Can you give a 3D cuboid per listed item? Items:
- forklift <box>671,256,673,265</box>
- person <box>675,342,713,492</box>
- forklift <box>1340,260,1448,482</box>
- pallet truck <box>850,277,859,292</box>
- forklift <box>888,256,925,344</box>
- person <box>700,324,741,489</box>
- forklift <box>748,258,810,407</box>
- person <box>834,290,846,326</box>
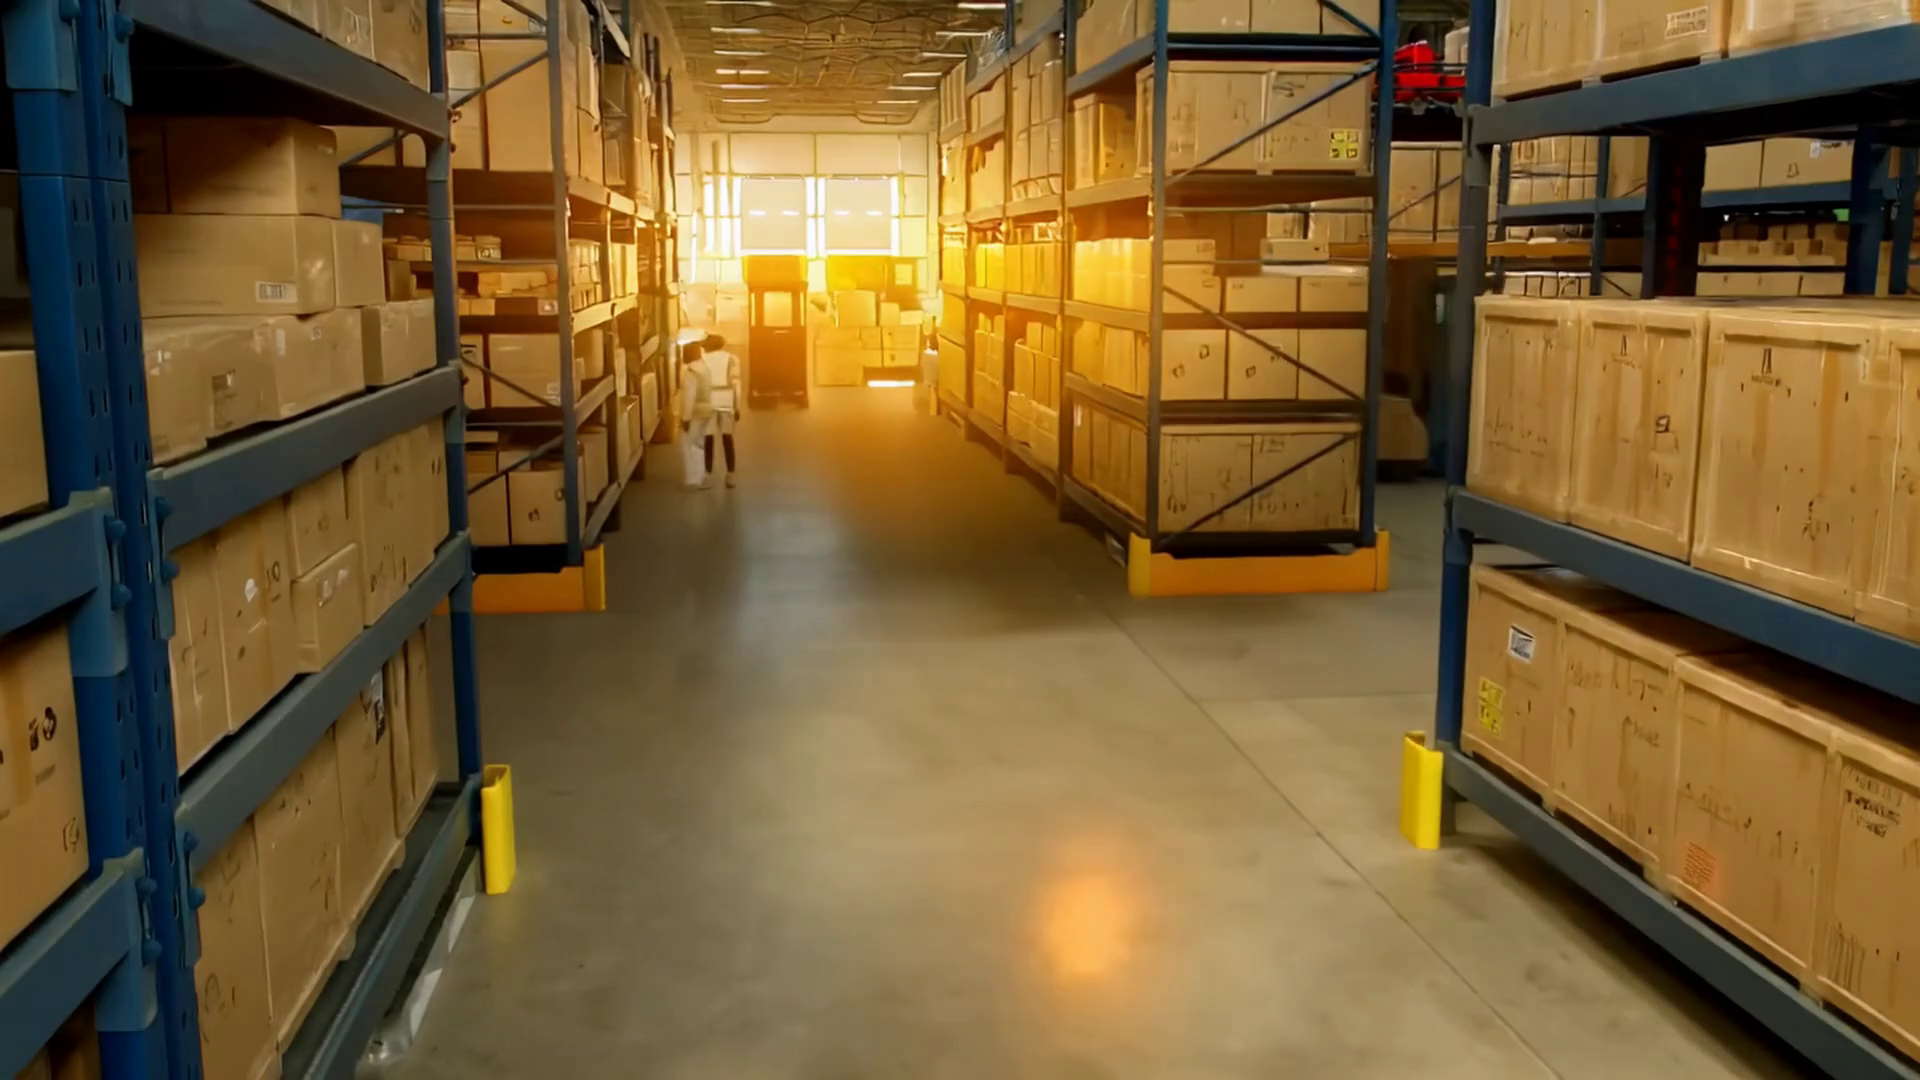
[{"bbox_3d":[-11.044,-9.145,61.805,1.129,2.768,1.873,-1,10,-7],"label":"forklift"},{"bbox_3d":[-3.259,-1.511,20.403,0.429,1.843,0.629,3,10,15],"label":"person"},{"bbox_3d":[5.737,-2.195,21.344,1.873,2.768,1.129,-1,10,-7],"label":"forklift"},{"bbox_3d":[-3.782,-9.391,65.808,1.885,1.965,0.823,2,10,10],"label":"pallet truck"},{"bbox_3d":[-1.828,-7.711,53.455,1.129,2.768,1.873,-2,10,-13],"label":"forklift"},{"bbox_3d":[-3.029,-1.653,20.623,0.615,2.041,0.376,-3,10,-18],"label":"person"},{"bbox_3d":[-3.479,-4.002,31.866,1.129,2.768,1.873,-1,10,-4],"label":"forklift"},{"bbox_3d":[-3.162,-5.859,45.473,0.591,1.919,0.392,-5,11,-25],"label":"person"}]
